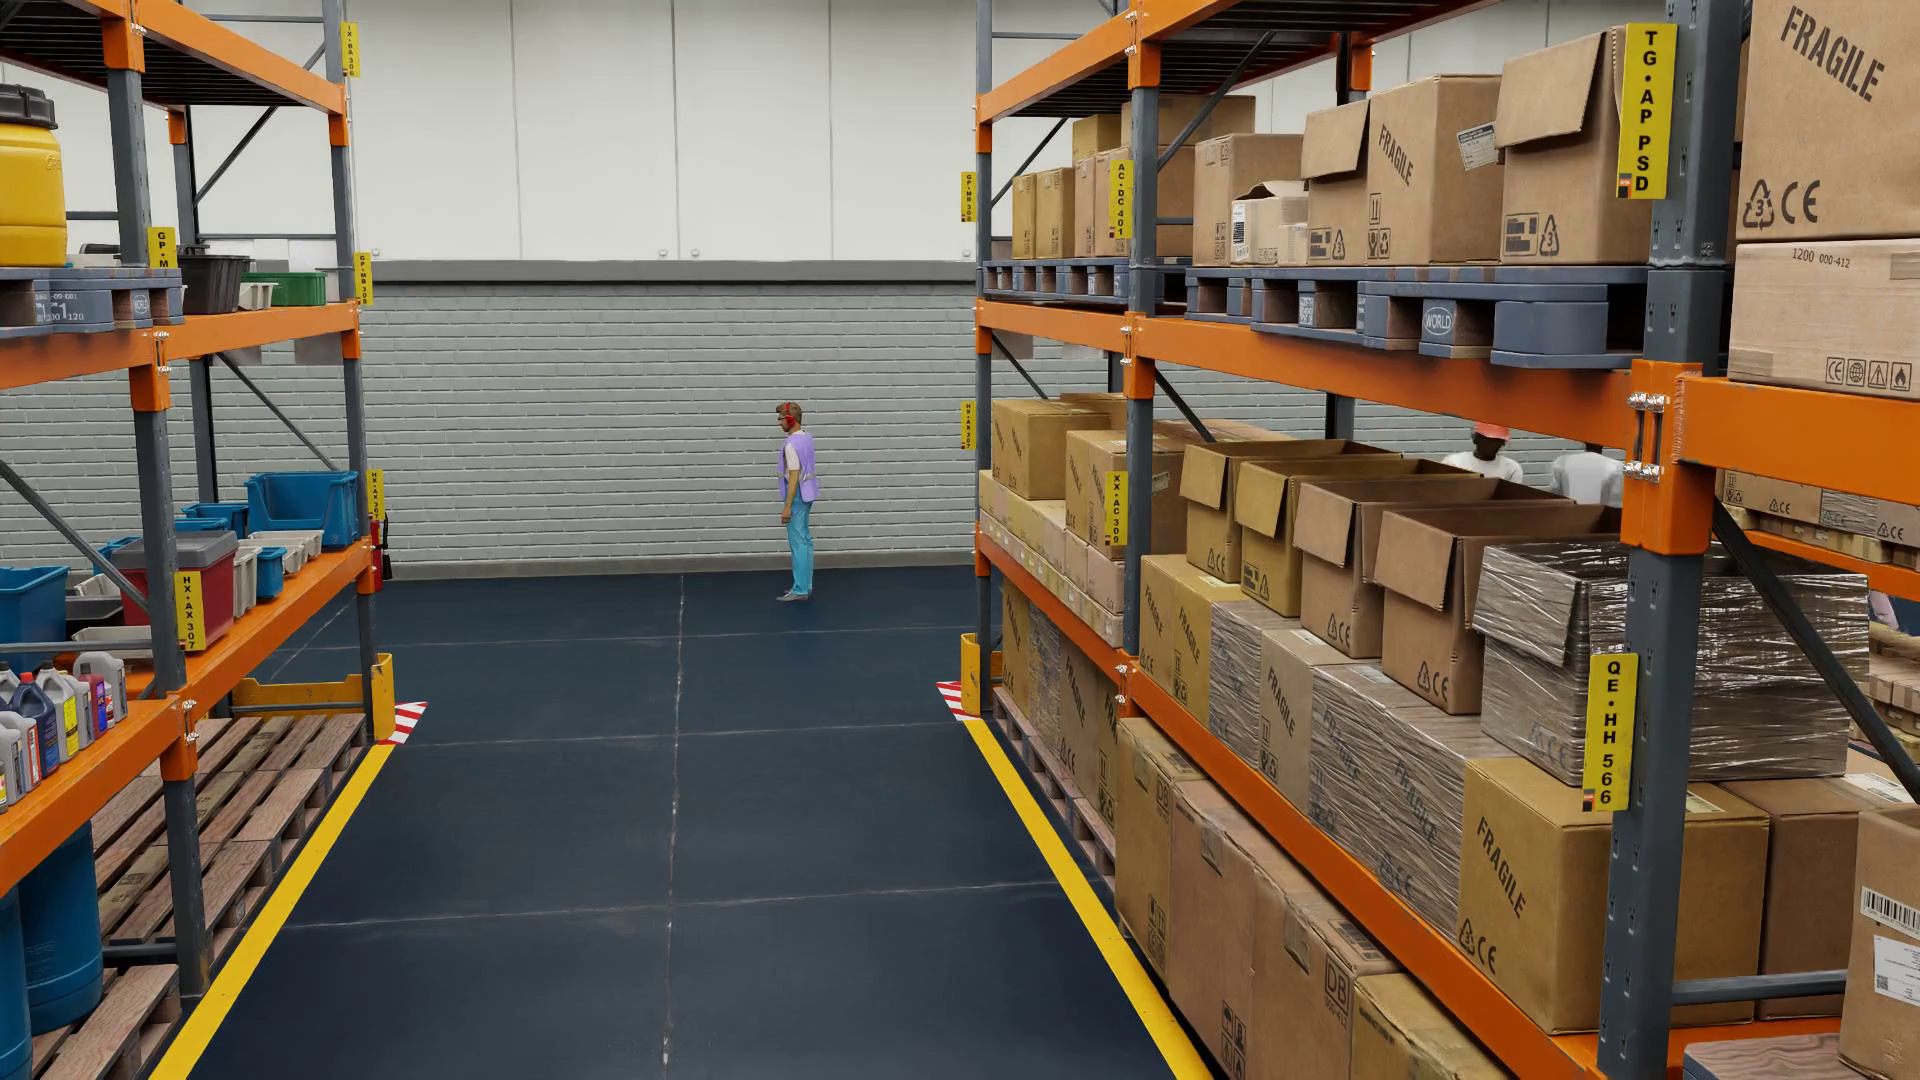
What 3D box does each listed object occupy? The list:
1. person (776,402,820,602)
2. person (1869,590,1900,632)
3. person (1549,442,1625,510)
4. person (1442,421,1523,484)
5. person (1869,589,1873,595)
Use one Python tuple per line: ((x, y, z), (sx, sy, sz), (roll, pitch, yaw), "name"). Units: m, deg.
((-1.491, -0.346, 15.258), (0.390, 1.838, 0.563), (1, 9, 8), "person")
((7.253, -0.120, 13.637), (1.068, 1.933, 0.623), (8, 12, 40), "person")
((4.990, -0.056, 13.237), (0.616, 1.919, 0.962), (5, 11, 30), "person")
((3.835, 0.030, 12.382), (0.643, 2.014, 0.467), (1, 9, 8), "person")
((6.212, 0.235, 11.619), (0.509, 1.860, 0.334), (-4, 10, -25), "person")
